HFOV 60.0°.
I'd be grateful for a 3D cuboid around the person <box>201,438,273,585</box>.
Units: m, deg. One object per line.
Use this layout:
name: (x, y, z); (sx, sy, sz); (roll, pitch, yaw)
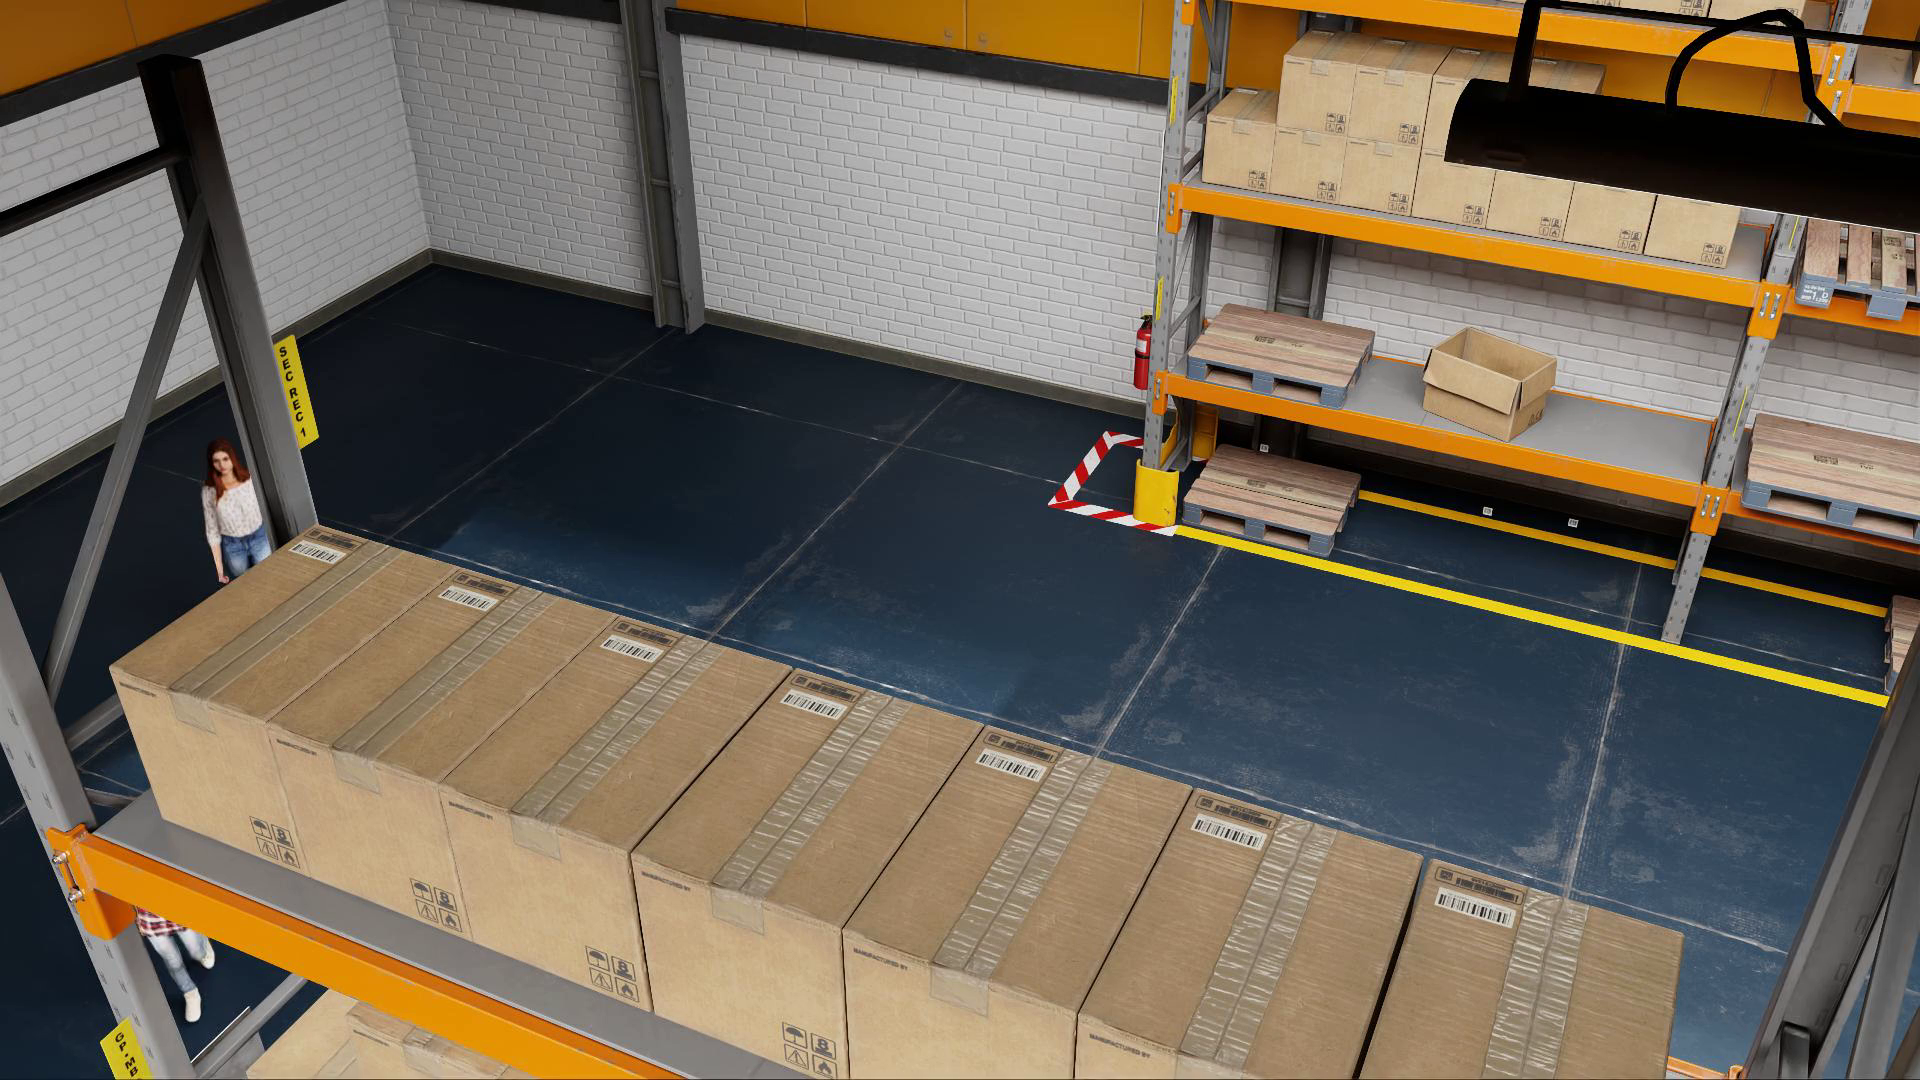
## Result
person: (-4.947, 0.021, 11.535); (1.015, 1.697, 1.068); (-10, 35, -15)
